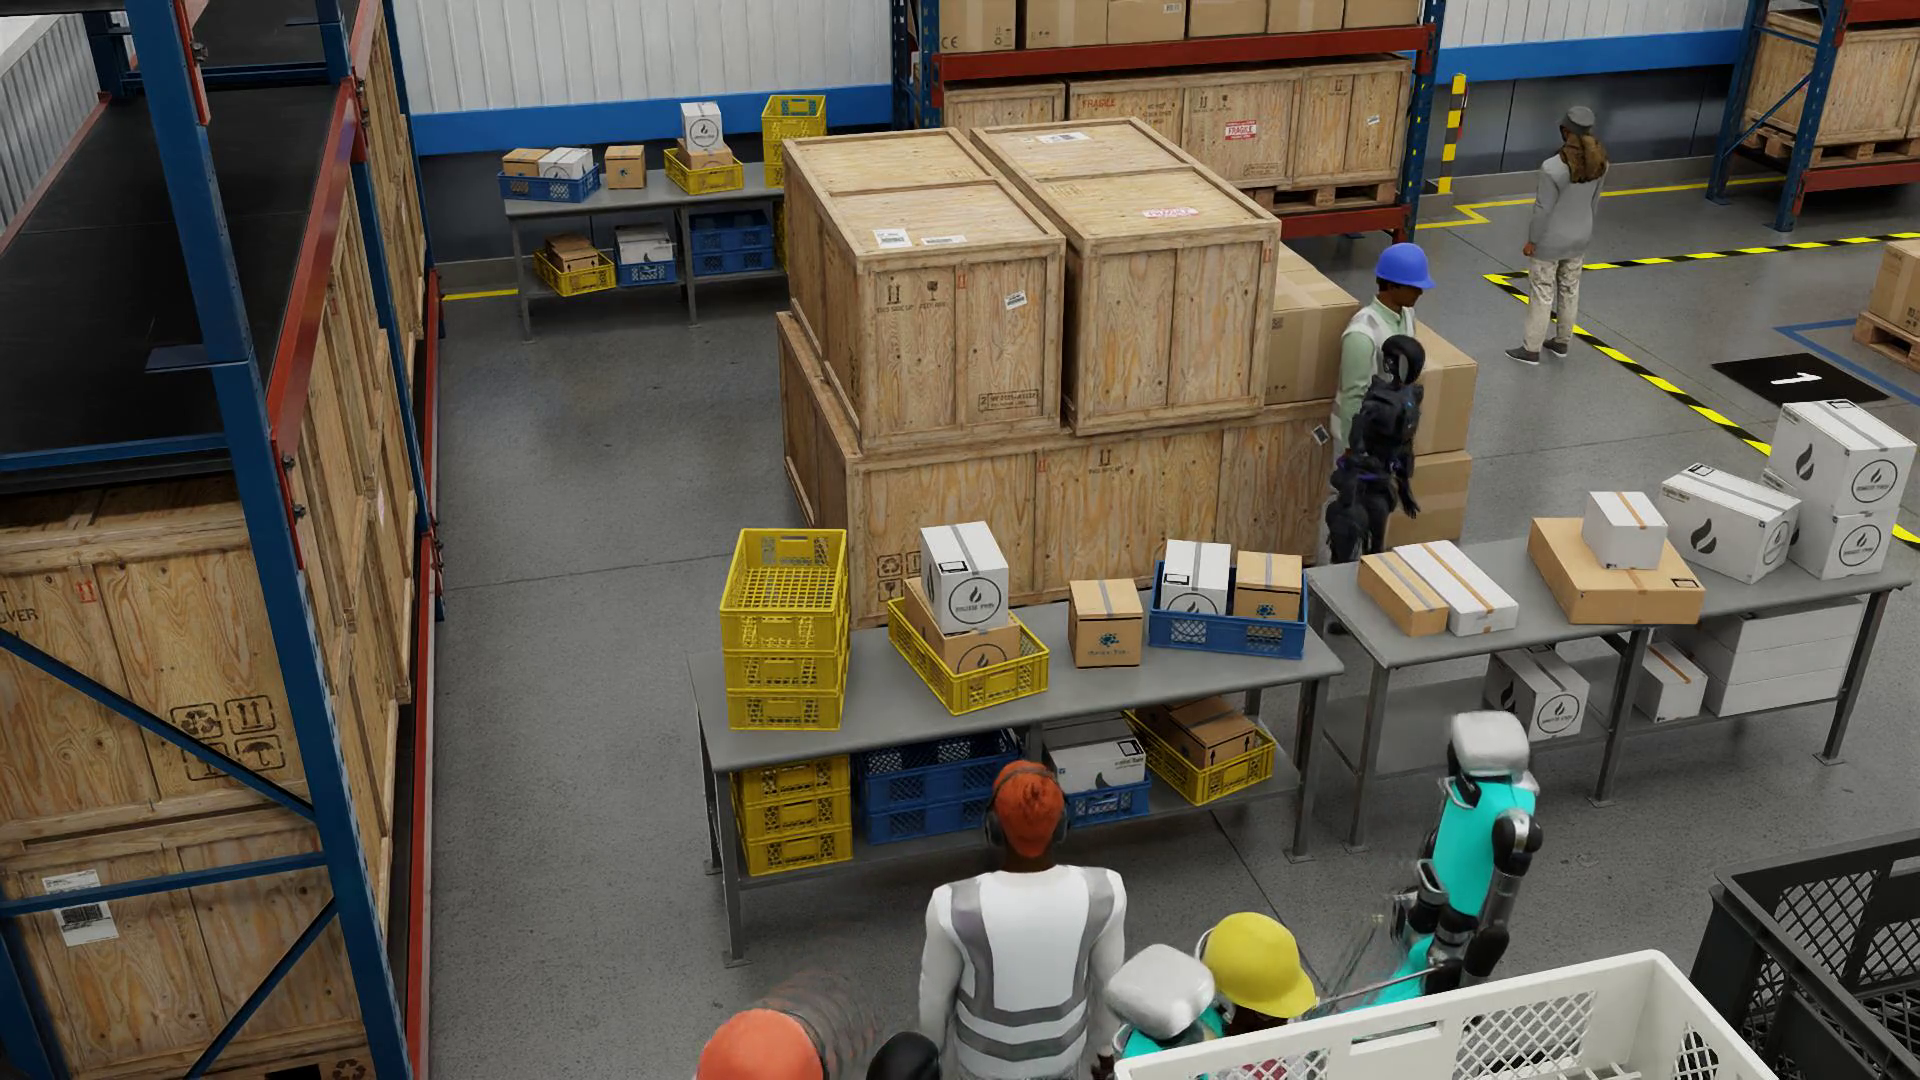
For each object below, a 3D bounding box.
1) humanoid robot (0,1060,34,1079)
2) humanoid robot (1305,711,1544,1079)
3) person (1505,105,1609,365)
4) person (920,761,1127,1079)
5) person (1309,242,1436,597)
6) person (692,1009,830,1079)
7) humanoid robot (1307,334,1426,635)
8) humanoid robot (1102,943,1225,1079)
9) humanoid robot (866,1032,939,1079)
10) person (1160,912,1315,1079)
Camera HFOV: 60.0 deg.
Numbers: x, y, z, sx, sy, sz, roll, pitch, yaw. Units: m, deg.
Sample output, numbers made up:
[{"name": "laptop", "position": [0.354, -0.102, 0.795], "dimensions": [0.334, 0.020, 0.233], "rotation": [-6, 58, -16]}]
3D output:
[{"name": "humanoid robot", "position": [-2.182, 1.928, 4.142], "dimensions": [0.313, 1.657, 0.601], "rotation": [7, 30, 13]}, {"name": "humanoid robot", "position": [1.379, 1.310, 5.210], "dimensions": [1.017, 1.723, 0.548], "rotation": [-2, 29, -3]}, {"name": "person", "position": [4.079, -2.058, 11.295], "dimensions": [0.574, 1.767, 0.398], "rotation": [-14, 32, -24]}, {"name": "person", "position": [0.174, 1.448, 4.825], "dimensions": [0.577, 1.878, 0.368], "rotation": [-6, 29, -11]}, {"name": "person", "position": [2.095, -0.577, 8.440], "dimensions": [0.412, 1.939, 0.612], "rotation": [22, 36, 34]}, {"name": "person", "position": [-0.363, 1.825, 3.992], "dimensions": [0.622, 2.020, 0.617], "rotation": [20, 35, 32]}, {"name": "humanoid robot", "position": [1.950, -0.225, 8.070], "dimensions": [0.611, 1.647, 0.410], "rotation": [-24, 37, -37]}, {"name": "humanoid robot", "position": [0.343, 1.740, 4.434], "dimensions": [0.660, 1.794, 0.537], "rotation": [21, 35, 33]}, {"name": "humanoid robot", "position": [-0.142, 1.897, 4.197], "dimensions": [0.599, 1.657, 0.315], "rotation": [10, 30, 17]}, {"name": "person", "position": [0.707, 1.708, 4.395], "dimensions": [0.404, 1.831, 0.599], "rotation": [20, 35, 32]}]
